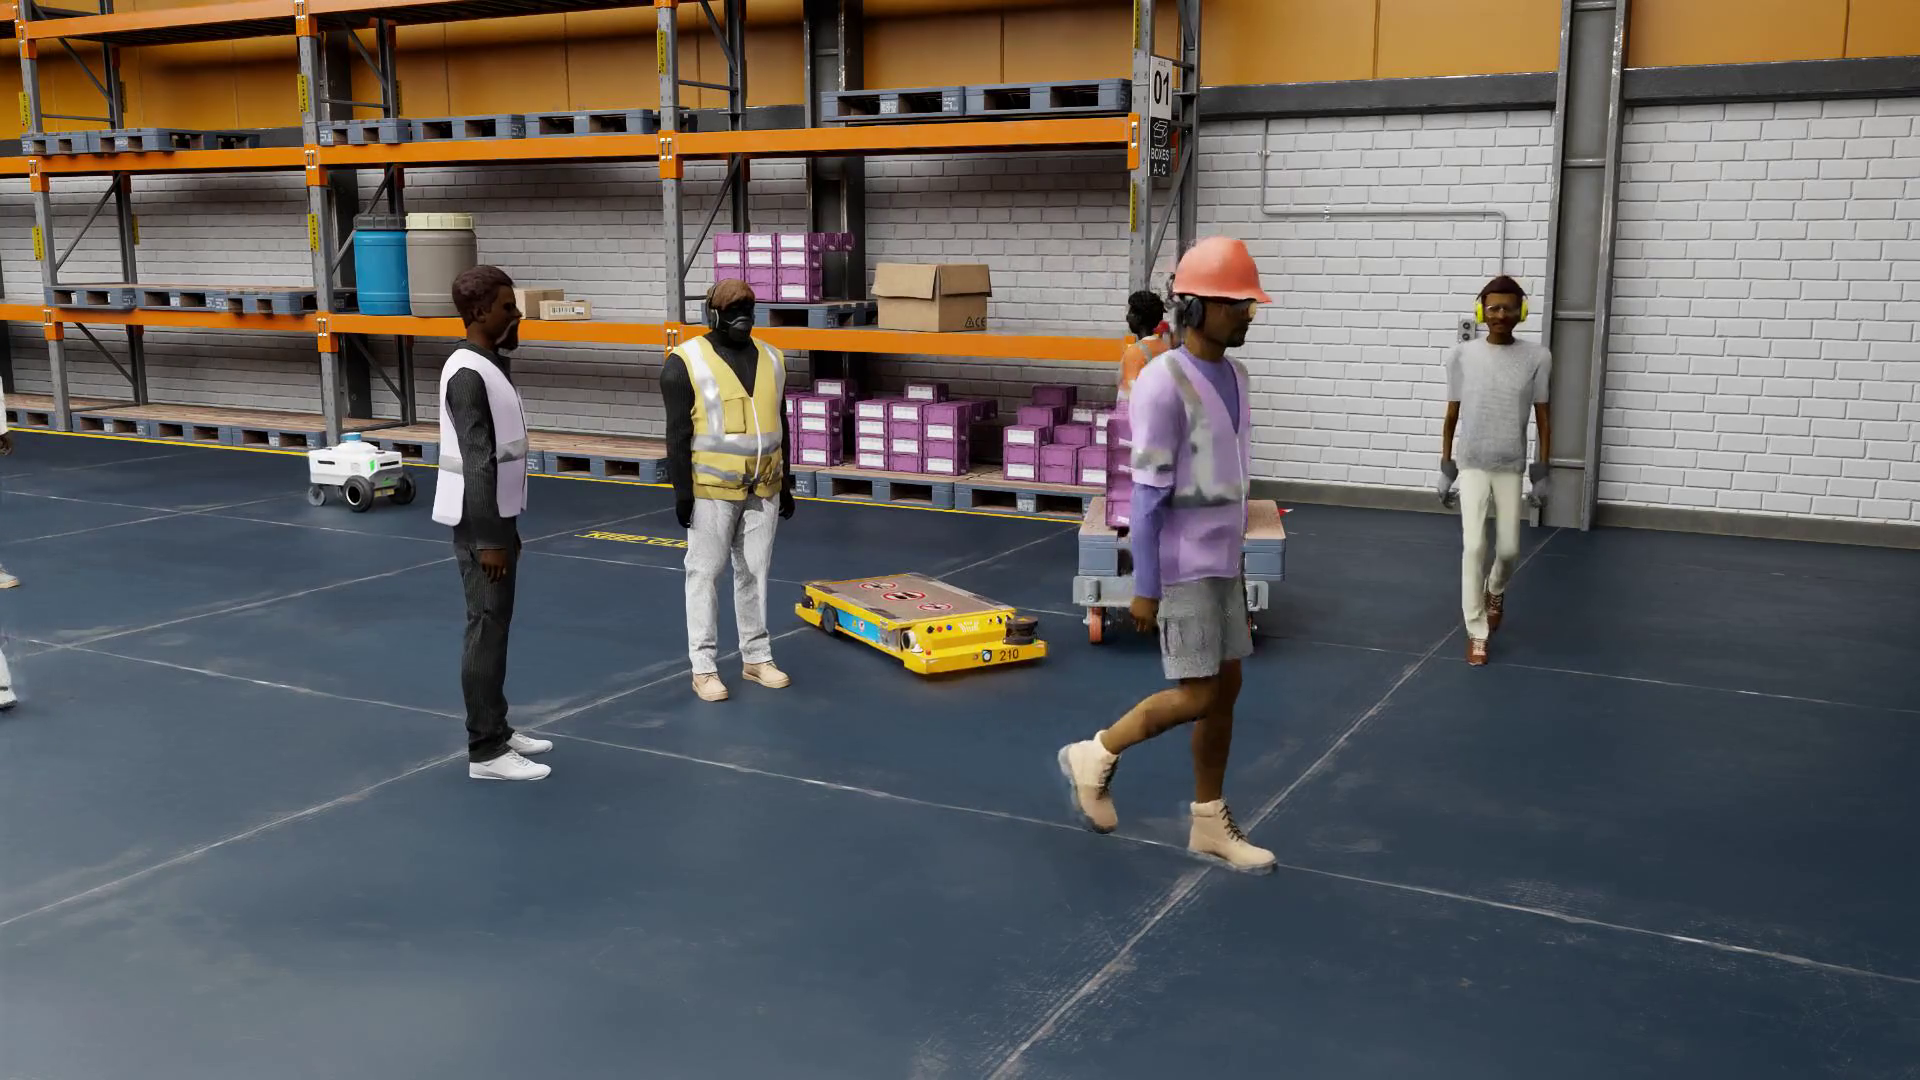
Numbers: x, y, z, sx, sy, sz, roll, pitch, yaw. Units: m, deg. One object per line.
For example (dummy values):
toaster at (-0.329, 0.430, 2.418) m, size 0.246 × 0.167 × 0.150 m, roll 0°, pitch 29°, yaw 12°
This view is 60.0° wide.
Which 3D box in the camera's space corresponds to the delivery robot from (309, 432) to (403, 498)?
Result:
delivery robot at (-4.536, -0.564, 12.482) m, size 0.707 × 0.478 × 0.477 m, roll 6°, pitch 12°, yaw 27°

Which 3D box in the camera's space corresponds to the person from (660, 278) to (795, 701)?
person at (-0.995, -0.227, 7.364) m, size 0.622 × 1.844 × 0.429 m, roll -9°, pitch 13°, yaw -39°

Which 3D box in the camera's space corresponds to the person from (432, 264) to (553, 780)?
person at (-1.771, -0.062, 6.250) m, size 0.391 × 1.919 × 0.593 m, roll -2°, pitch 11°, yaw -11°

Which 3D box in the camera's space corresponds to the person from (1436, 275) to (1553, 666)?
person at (2.587, -0.360, 8.085) m, size 0.524 × 1.852 × 0.735 m, roll 3°, pitch 11°, yaw 14°

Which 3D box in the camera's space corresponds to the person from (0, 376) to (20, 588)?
person at (-5.686, -0.627, 9.440) m, size 0.351 × 1.884 × 0.582 m, roll 6°, pitch 12°, yaw 29°

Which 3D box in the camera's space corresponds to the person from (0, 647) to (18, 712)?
person at (-4.309, -0.061, 7.085) m, size 0.404 × 1.609 × 0.620 m, roll -6°, pitch 12°, yaw -29°

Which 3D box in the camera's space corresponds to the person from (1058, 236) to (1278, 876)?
person at (0.706, 0.056, 5.308) m, size 0.641 × 2.027 × 0.621 m, roll 7°, pitch 12°, yaw 34°

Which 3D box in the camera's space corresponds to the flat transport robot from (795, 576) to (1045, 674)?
flat transport robot at (-0.232, 0.386, 8.312) m, size 0.652 × 0.197 × 1.431 m, roll -6°, pitch 12°, yaw -30°

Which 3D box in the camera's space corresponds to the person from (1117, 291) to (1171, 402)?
person at (1.128, -0.679, 10.237) m, size 0.315 × 1.696 × 0.540 m, roll 5°, pitch 12°, yaw 27°
